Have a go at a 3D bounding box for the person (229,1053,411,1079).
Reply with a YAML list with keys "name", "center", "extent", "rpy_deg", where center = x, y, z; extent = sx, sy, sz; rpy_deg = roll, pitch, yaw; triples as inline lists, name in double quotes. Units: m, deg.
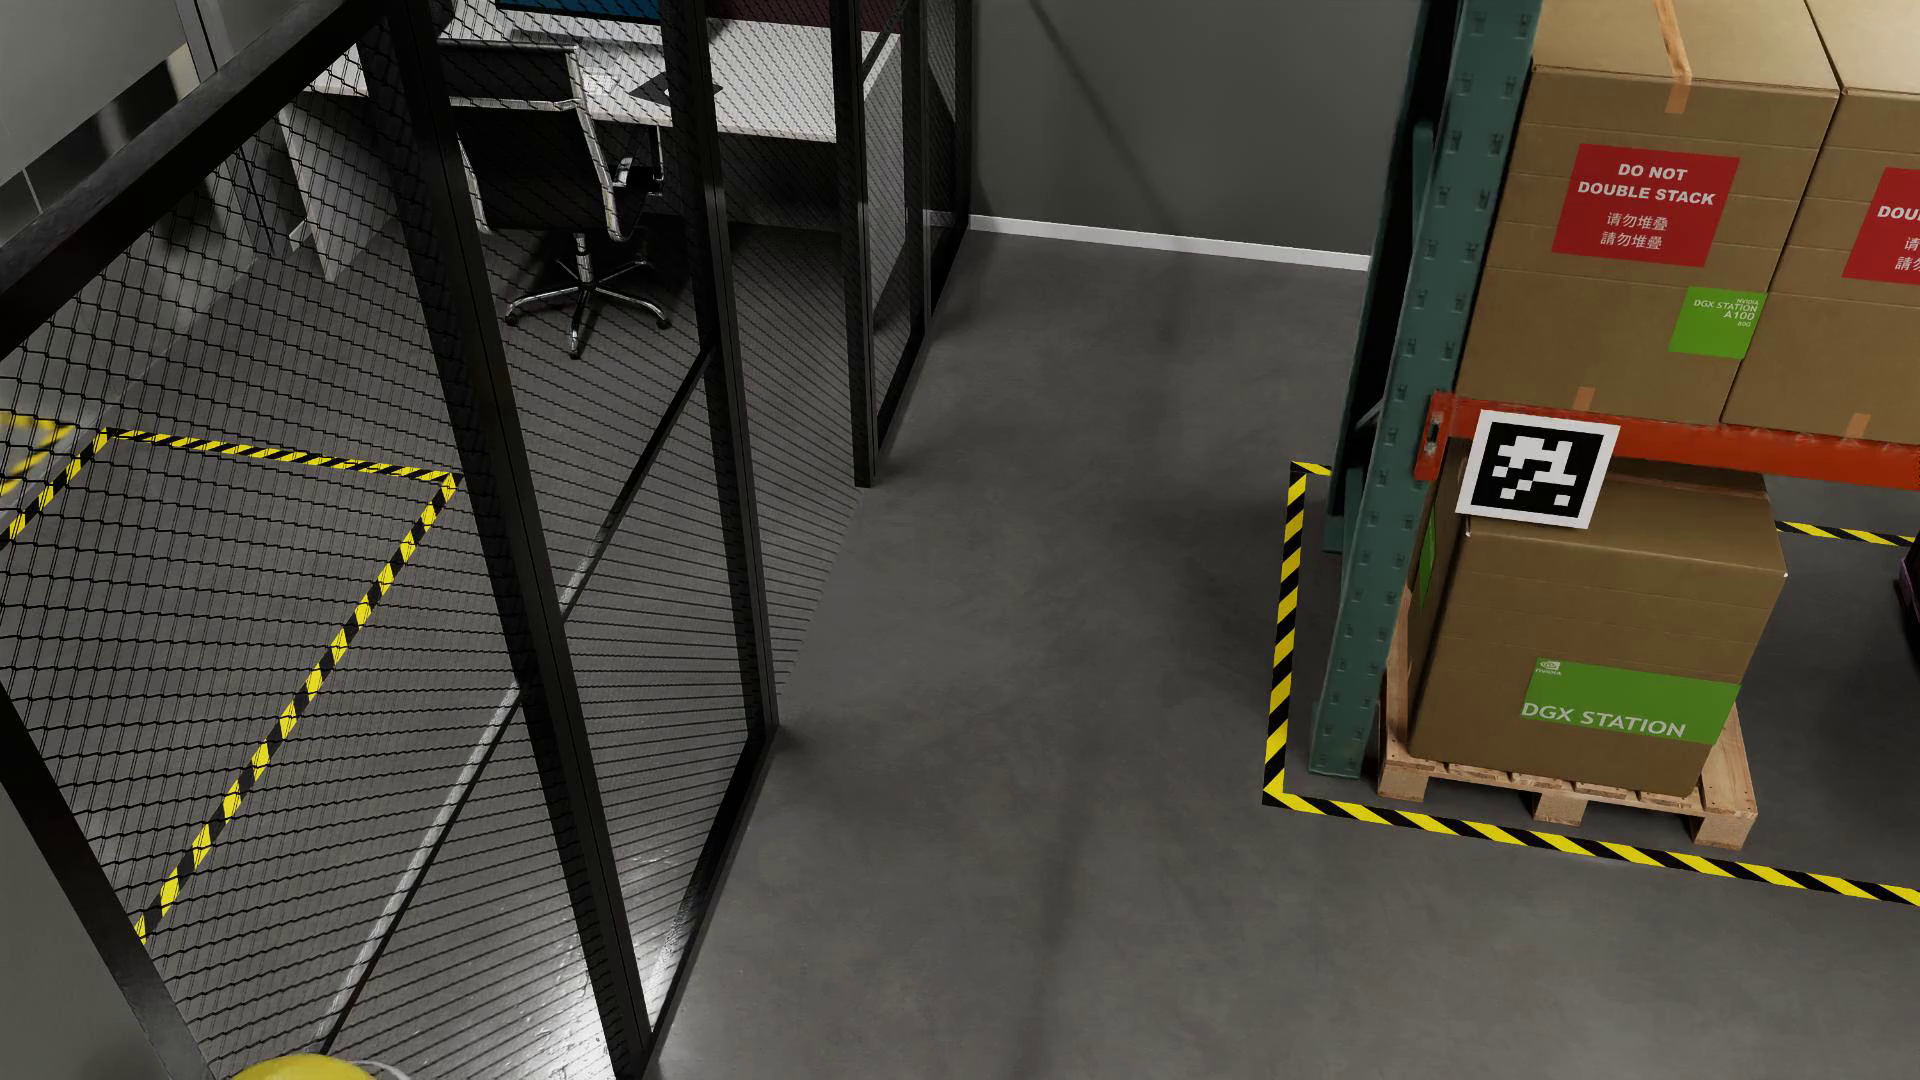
- name: "person"
  center: [-0.672, 1.226, 2.165]
  extent: [0.586, 1.835, 0.403]
  rpy_deg: [13, 43, 15]
